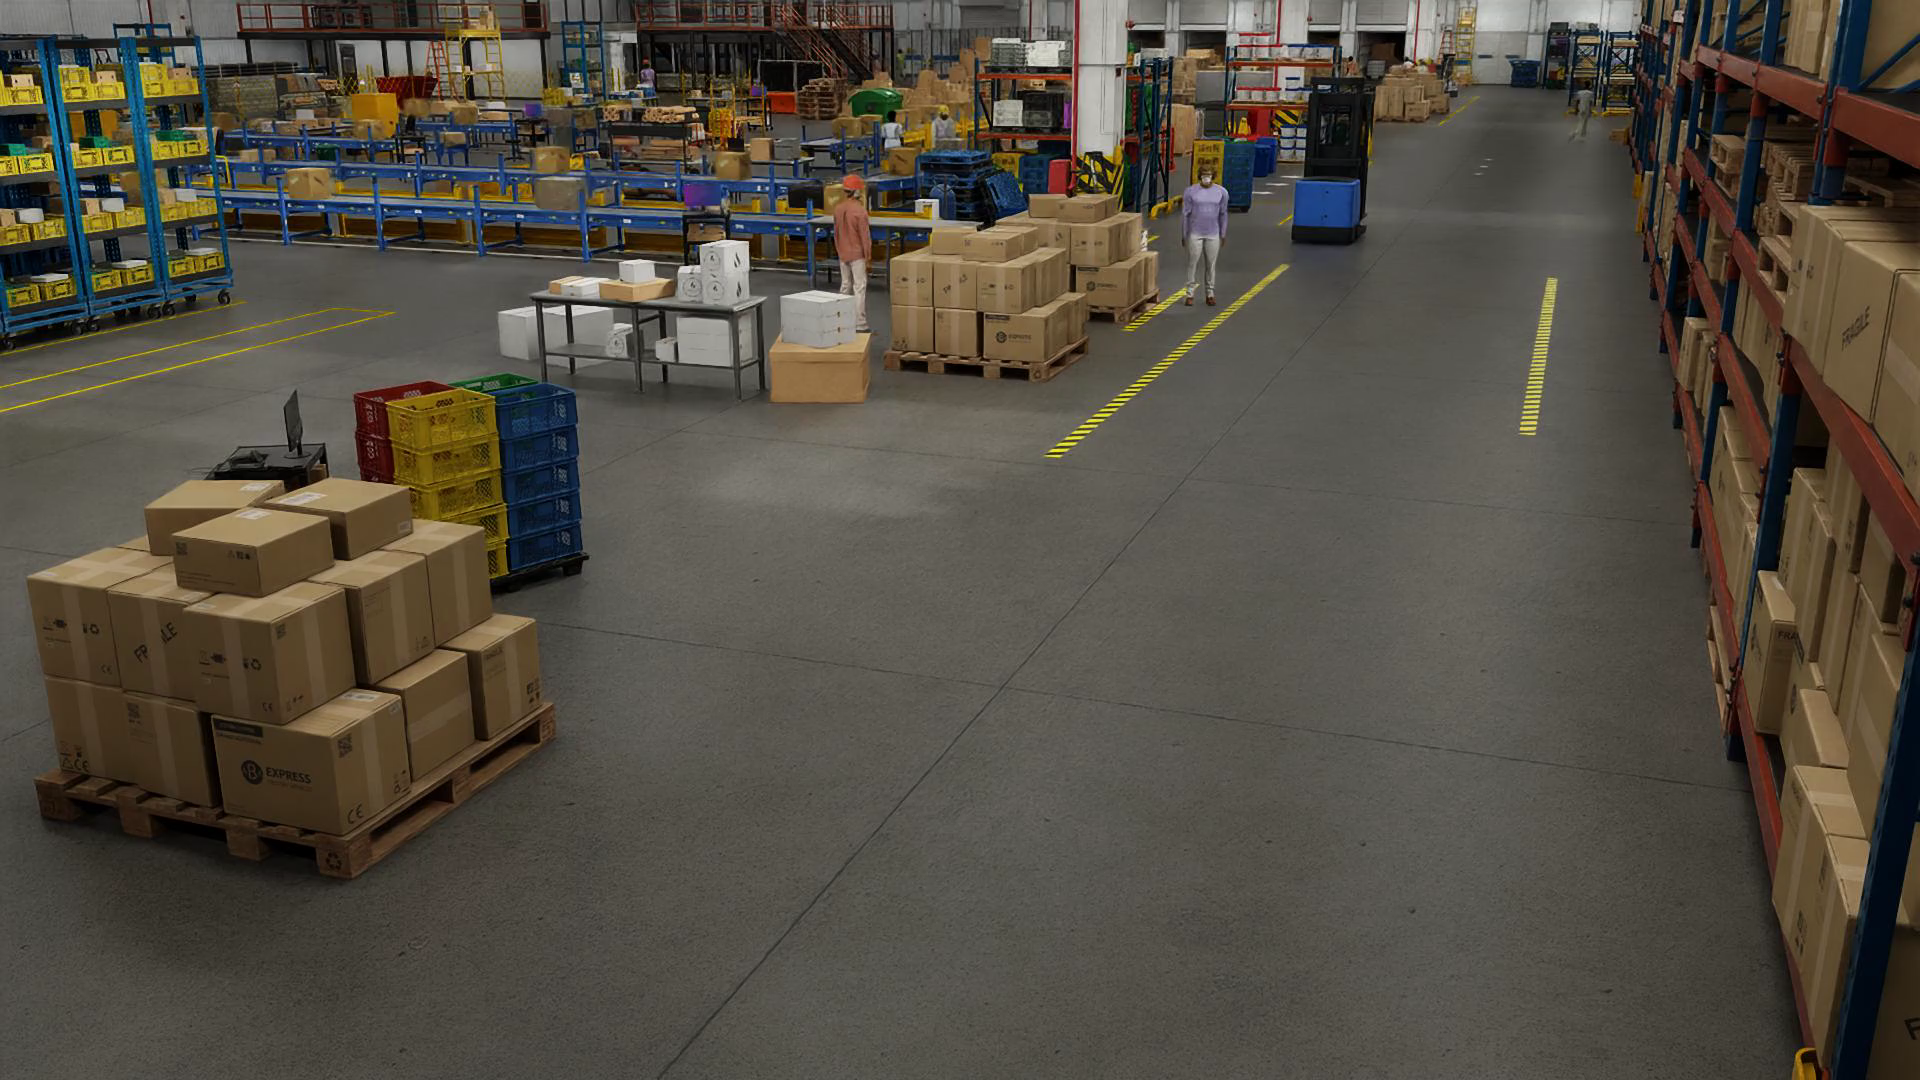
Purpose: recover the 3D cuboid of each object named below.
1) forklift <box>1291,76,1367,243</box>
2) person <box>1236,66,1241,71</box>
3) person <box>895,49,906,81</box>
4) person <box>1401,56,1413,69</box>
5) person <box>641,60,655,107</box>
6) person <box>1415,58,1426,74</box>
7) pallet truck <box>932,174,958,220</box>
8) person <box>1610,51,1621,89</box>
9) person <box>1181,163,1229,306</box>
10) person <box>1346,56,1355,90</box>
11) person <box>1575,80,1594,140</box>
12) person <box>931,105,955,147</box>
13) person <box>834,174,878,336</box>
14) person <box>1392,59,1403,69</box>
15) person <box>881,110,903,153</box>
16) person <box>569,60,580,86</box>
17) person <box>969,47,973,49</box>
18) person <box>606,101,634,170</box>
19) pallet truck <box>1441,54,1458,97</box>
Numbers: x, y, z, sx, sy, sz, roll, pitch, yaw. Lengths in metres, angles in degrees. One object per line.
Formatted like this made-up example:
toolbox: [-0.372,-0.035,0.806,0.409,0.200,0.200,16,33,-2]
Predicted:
forklift: [6.598,-6.755,29.381,1.129,2.768,1.873,6,19,19]
person: [11.162,-18.118,66.740,0.494,1.857,0.552,-4,18,-12]
person: [-3.418,-27.324,95.732,0.635,1.825,0.553,-8,19,-24]
person: [21.327,-22.189,79.587,0.623,1.835,0.430,-6,19,-19]
person: [-12.572,-18.276,66.954,0.612,2.034,0.394,-13,22,-36]
person: [20.380,-20.345,73.643,0.723,1.923,0.635,-8,19,-23]
pallet truck: [-0.507,-5.292,27.348,0.653,1.274,1.630,6,19,19]
person: [33.509,-24.011,85.131,0.547,1.938,0.378,3,18,10]
person: [3.346,-4.182,22.824,0.638,1.938,0.357,0,18,1]
person: [20.023,-23.981,85.425,0.542,1.695,0.316,-14,23,-38]
person: [19.554,-13.459,52.108,0.552,1.853,0.449,16,24,42]
person: [-0.380,-9.278,39.026,0.607,1.832,0.411,-8,19,-23]
person: [-1.311,-3.522,20.657,0.612,1.997,0.375,17,24,42]
person: [19.517,-20.544,74.340,0.648,1.877,0.992,-9,20,-25]
person: [-1.621,-9.317,39.376,0.538,1.678,0.704,8,19,23]
person: [-16.793,-19.996,72.605,0.356,1.881,0.575,12,21,34]
person: [0.527,-27.536,96.266,0.721,1.915,0.499,1,18,3]
person: [-8.668,-10.367,42.614,0.929,1.720,0.531,-16,23,-40]
pallet truck: [22.765,-21.886,78.355,0.823,1.965,1.885,-4,18,-14]
